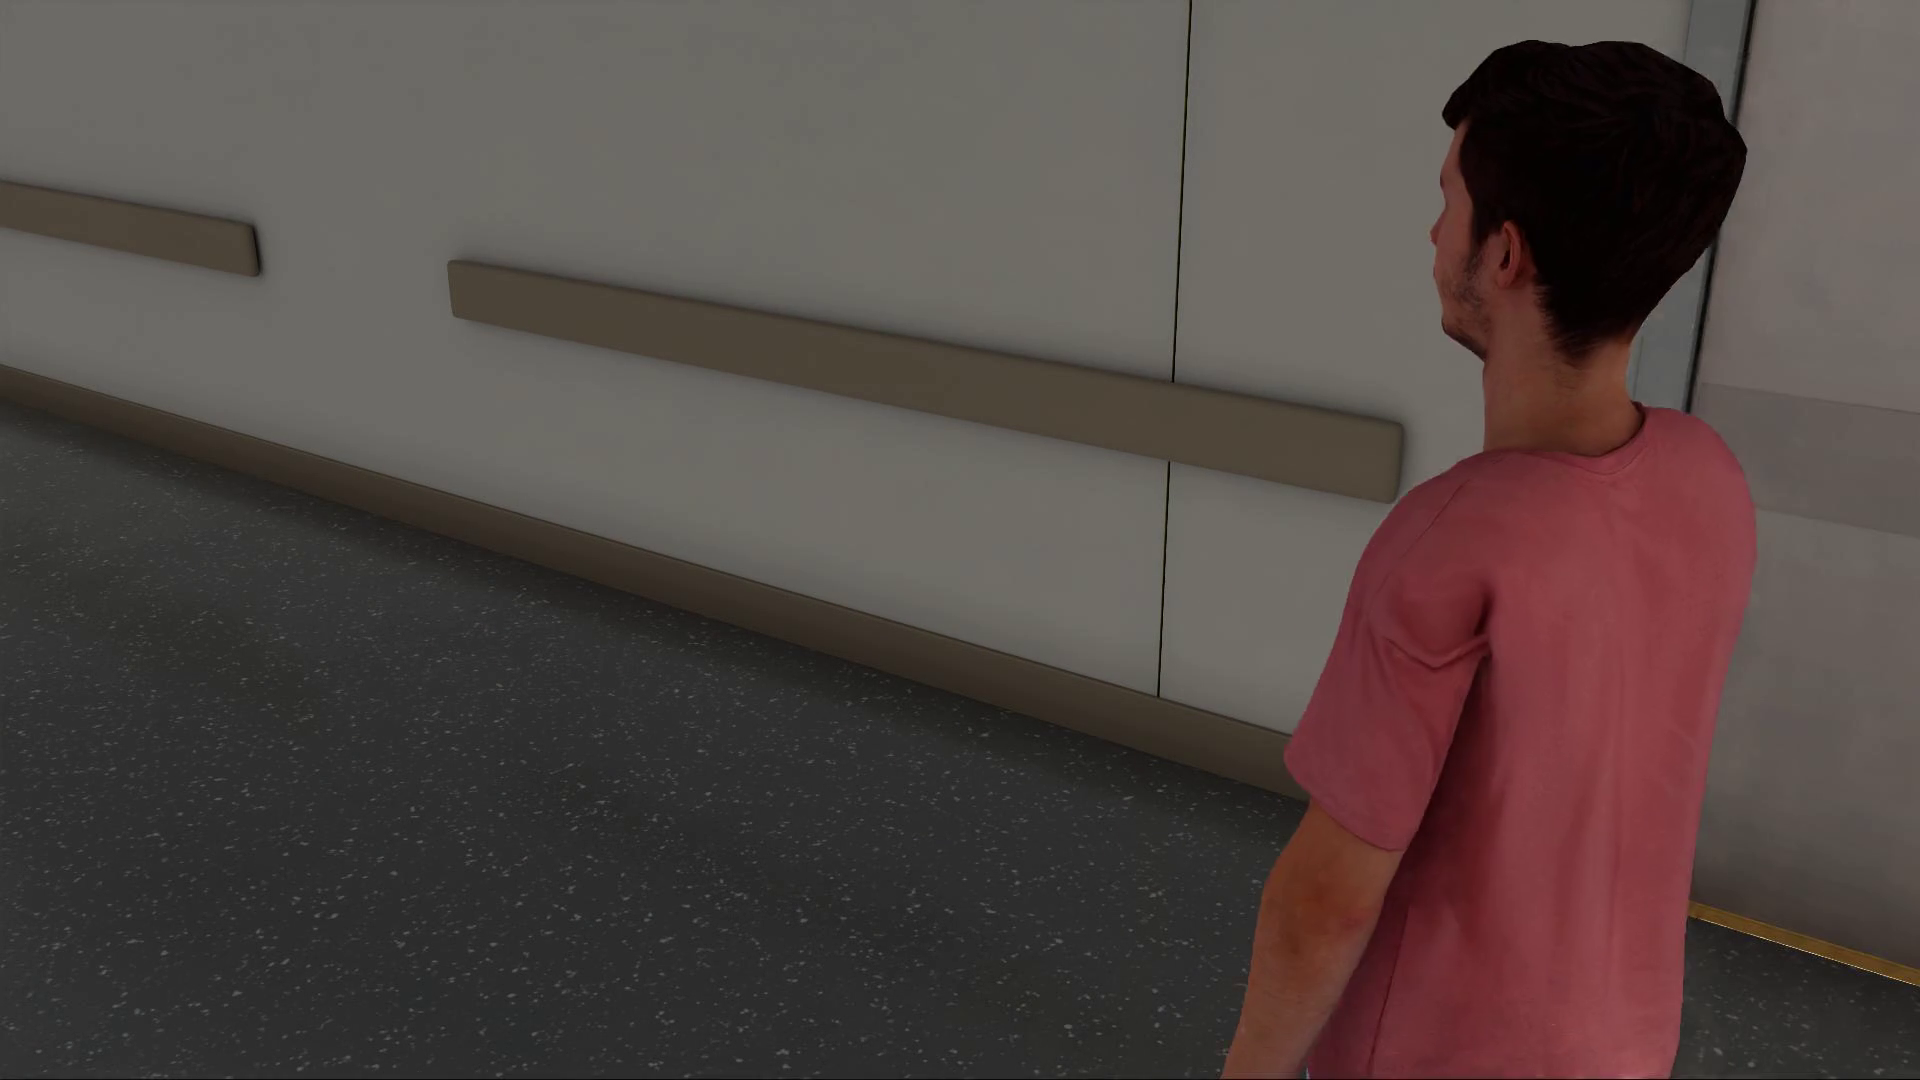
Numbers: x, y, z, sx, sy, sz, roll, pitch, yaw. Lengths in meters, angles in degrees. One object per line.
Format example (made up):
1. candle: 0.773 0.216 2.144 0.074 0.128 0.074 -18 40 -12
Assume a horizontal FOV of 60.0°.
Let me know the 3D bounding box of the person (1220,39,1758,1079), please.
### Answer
1. person: 0.554 0.586 1.533 1.210 1.911 0.884 -17 27 -38
